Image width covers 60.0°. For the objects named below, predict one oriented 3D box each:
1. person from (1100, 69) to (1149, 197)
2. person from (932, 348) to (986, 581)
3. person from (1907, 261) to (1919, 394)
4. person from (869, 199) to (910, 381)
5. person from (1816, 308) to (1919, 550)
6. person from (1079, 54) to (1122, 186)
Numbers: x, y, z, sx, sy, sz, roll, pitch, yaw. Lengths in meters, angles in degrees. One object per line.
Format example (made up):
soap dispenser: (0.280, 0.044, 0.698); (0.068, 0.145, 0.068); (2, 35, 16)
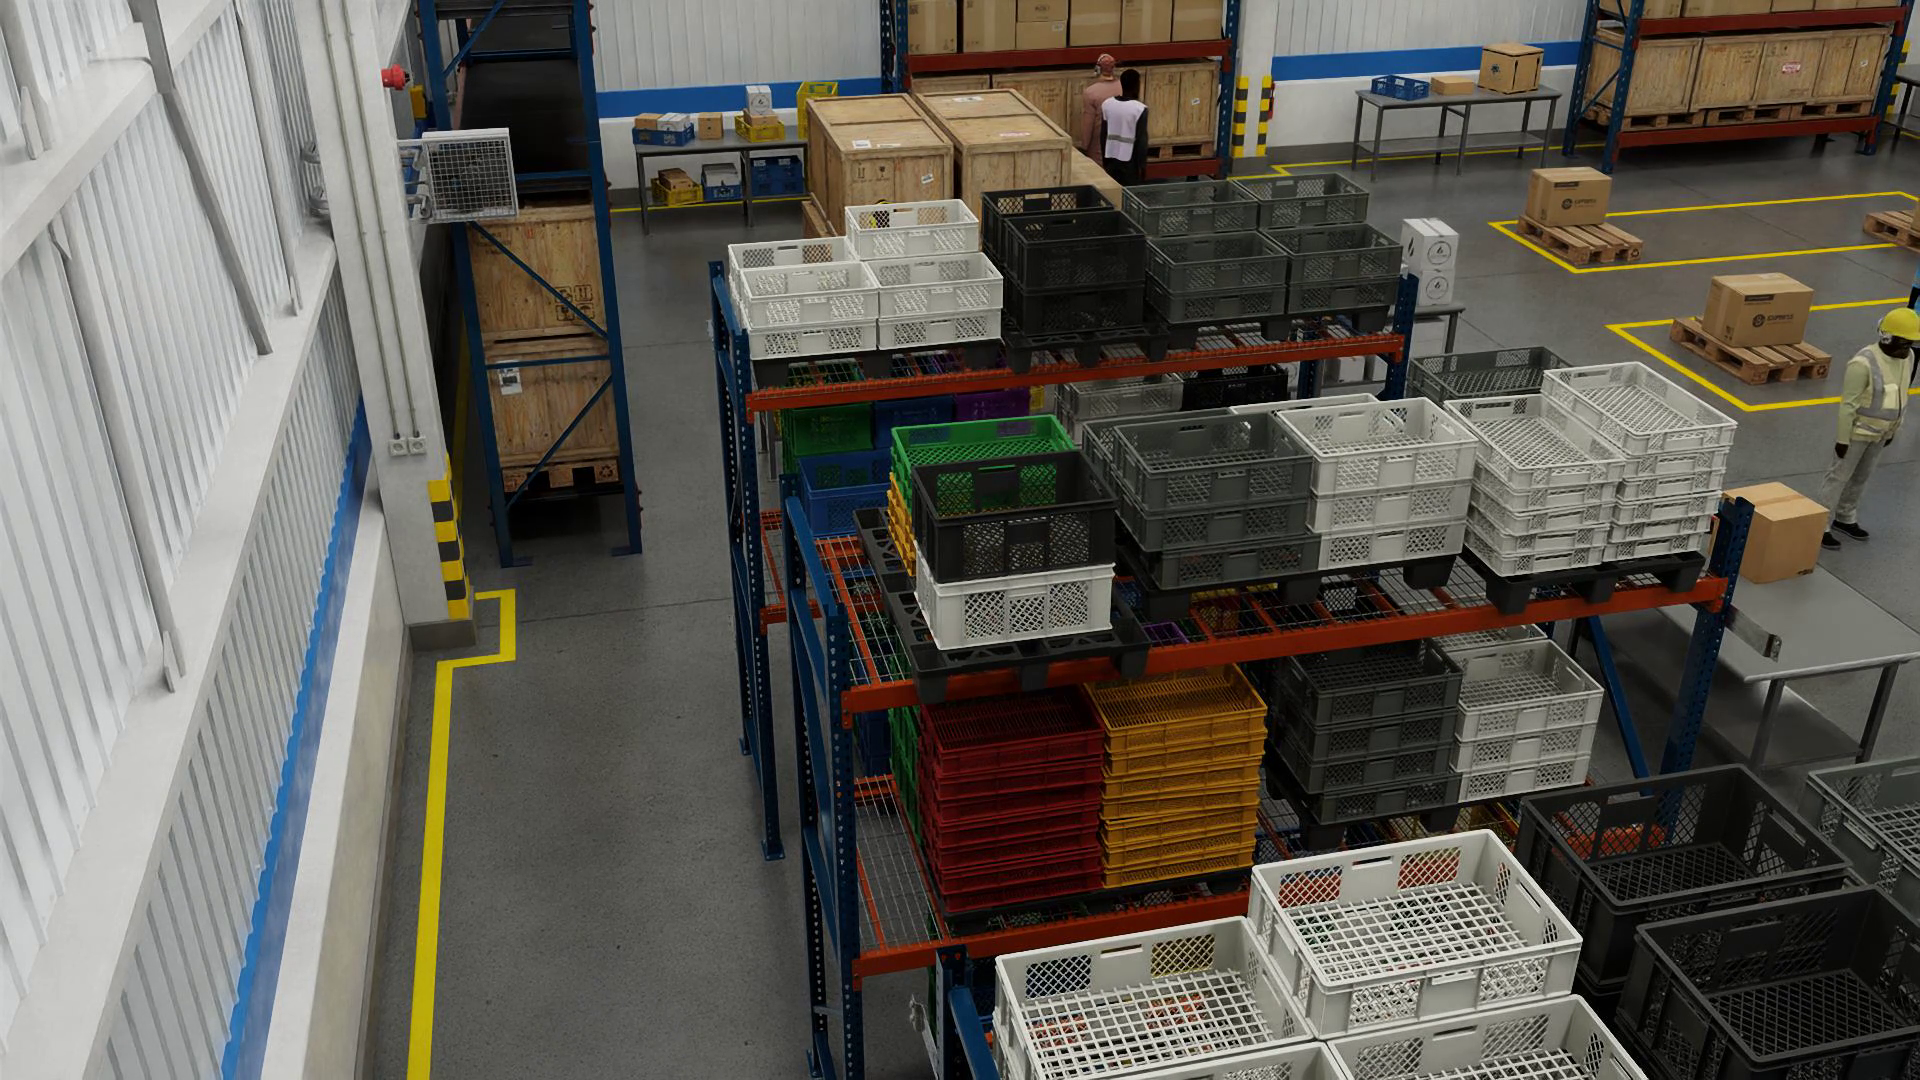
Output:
person: (1.779, -4.158, 18.155); (0.590, 1.916, 0.394); (22, 35, 35)
person: (0.008, -0.542, 11.369); (0.577, 1.849, 0.942); (-1, 28, -1)
person: (8.303, -1.899, 14.113); (0.537, 1.689, 0.320); (10, 30, 19)
person: (-0.629, -1.942, 13.999); (0.531, 1.870, 0.317); (-14, 31, -25)
person: (6.482, -0.800, 11.885); (0.595, 1.824, 0.403); (-14, 31, -24)
person: (1.617, -4.544, 18.897); (0.652, 1.906, 0.403); (-15, 31, -27)
